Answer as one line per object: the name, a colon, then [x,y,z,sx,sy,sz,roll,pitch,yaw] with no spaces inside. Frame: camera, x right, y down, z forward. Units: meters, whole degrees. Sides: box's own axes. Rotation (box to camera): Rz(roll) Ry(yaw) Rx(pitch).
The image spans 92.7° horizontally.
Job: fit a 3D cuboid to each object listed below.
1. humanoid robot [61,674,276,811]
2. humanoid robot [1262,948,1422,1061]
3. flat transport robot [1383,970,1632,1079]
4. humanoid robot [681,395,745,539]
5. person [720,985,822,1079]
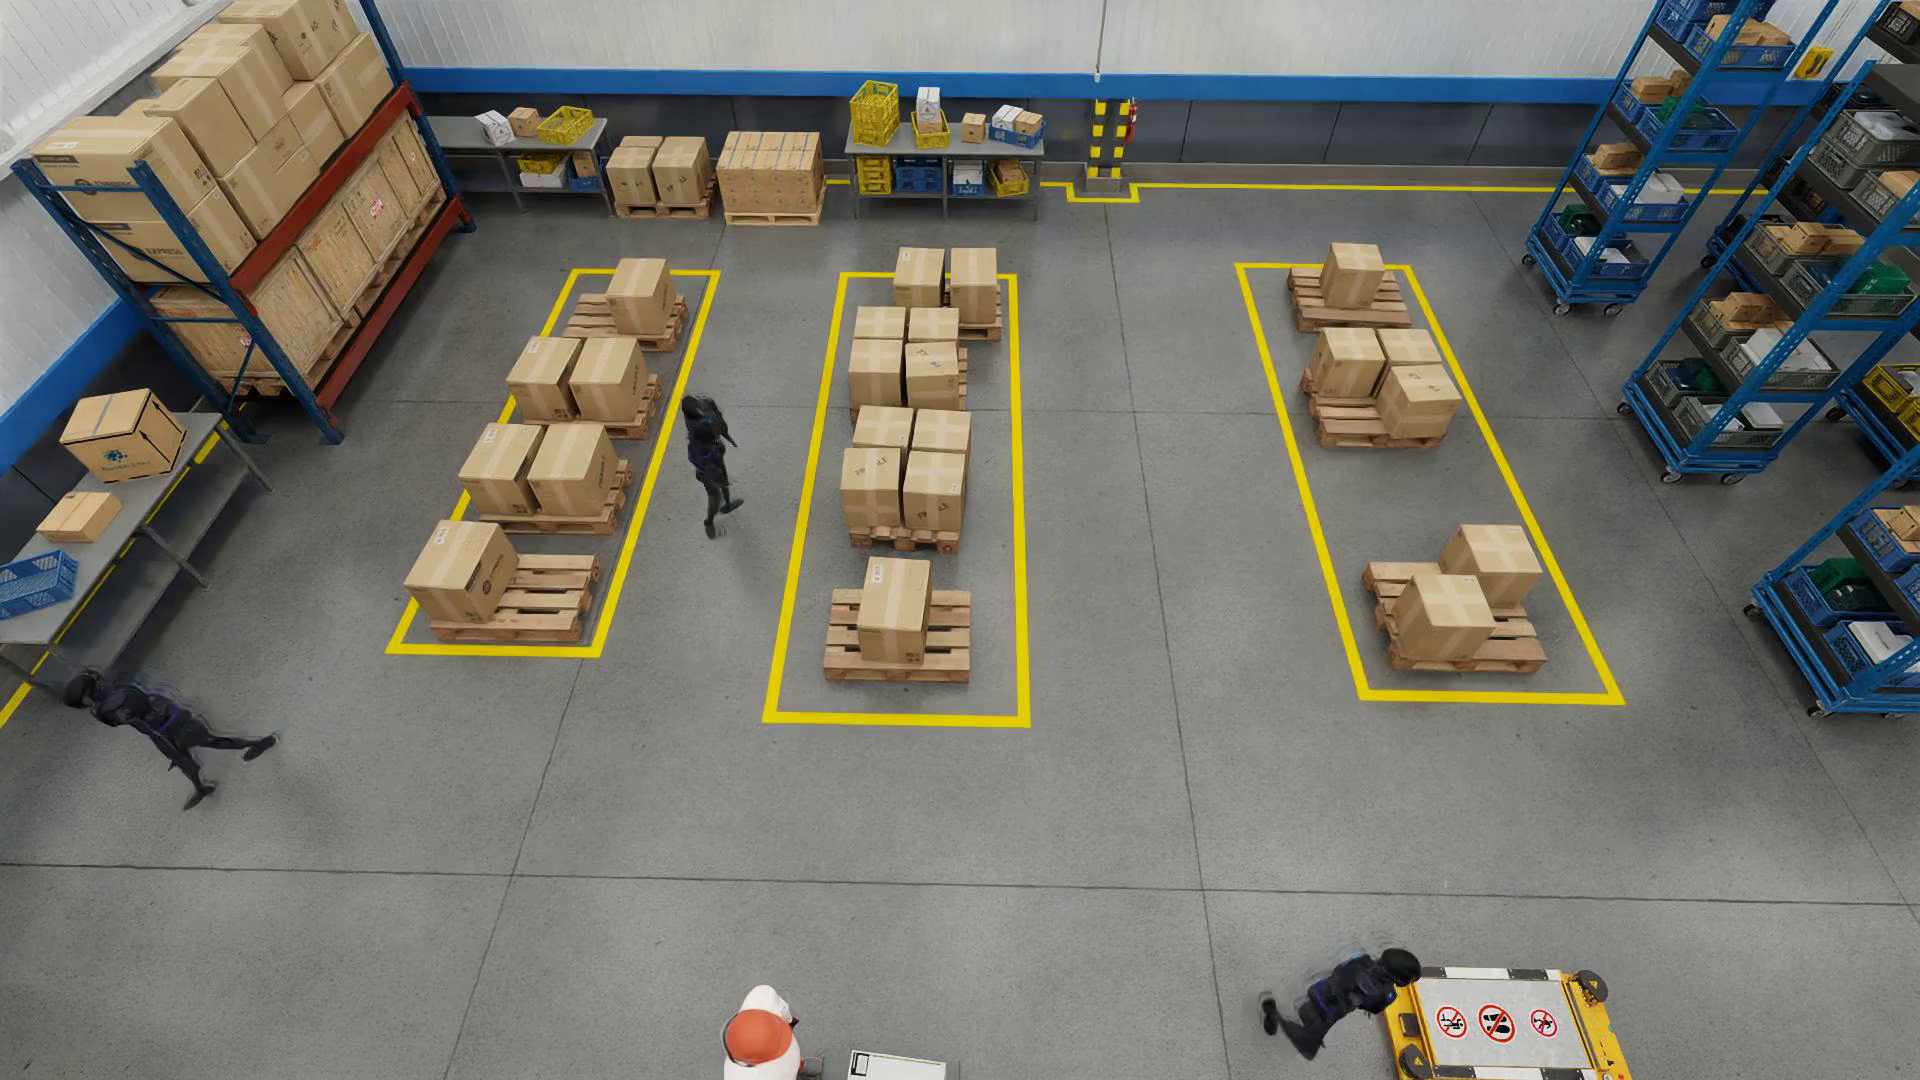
humanoid robot: [-5.634,1.331,6.524,0.603,1.623,0.750,21,54,16]
humanoid robot: [2.197,2.719,5.367,0.619,1.643,0.393,-24,55,-19]
flat transport robot: [3.501,3.133,5.914,1.431,0.197,0.652,1,51,1]
humanoid robot: [-2.201,-0.741,8.193,0.402,1.630,0.649,8,51,6]
person: [-1.006,2.896,5.021,0.405,1.986,0.614,3,51,3]
